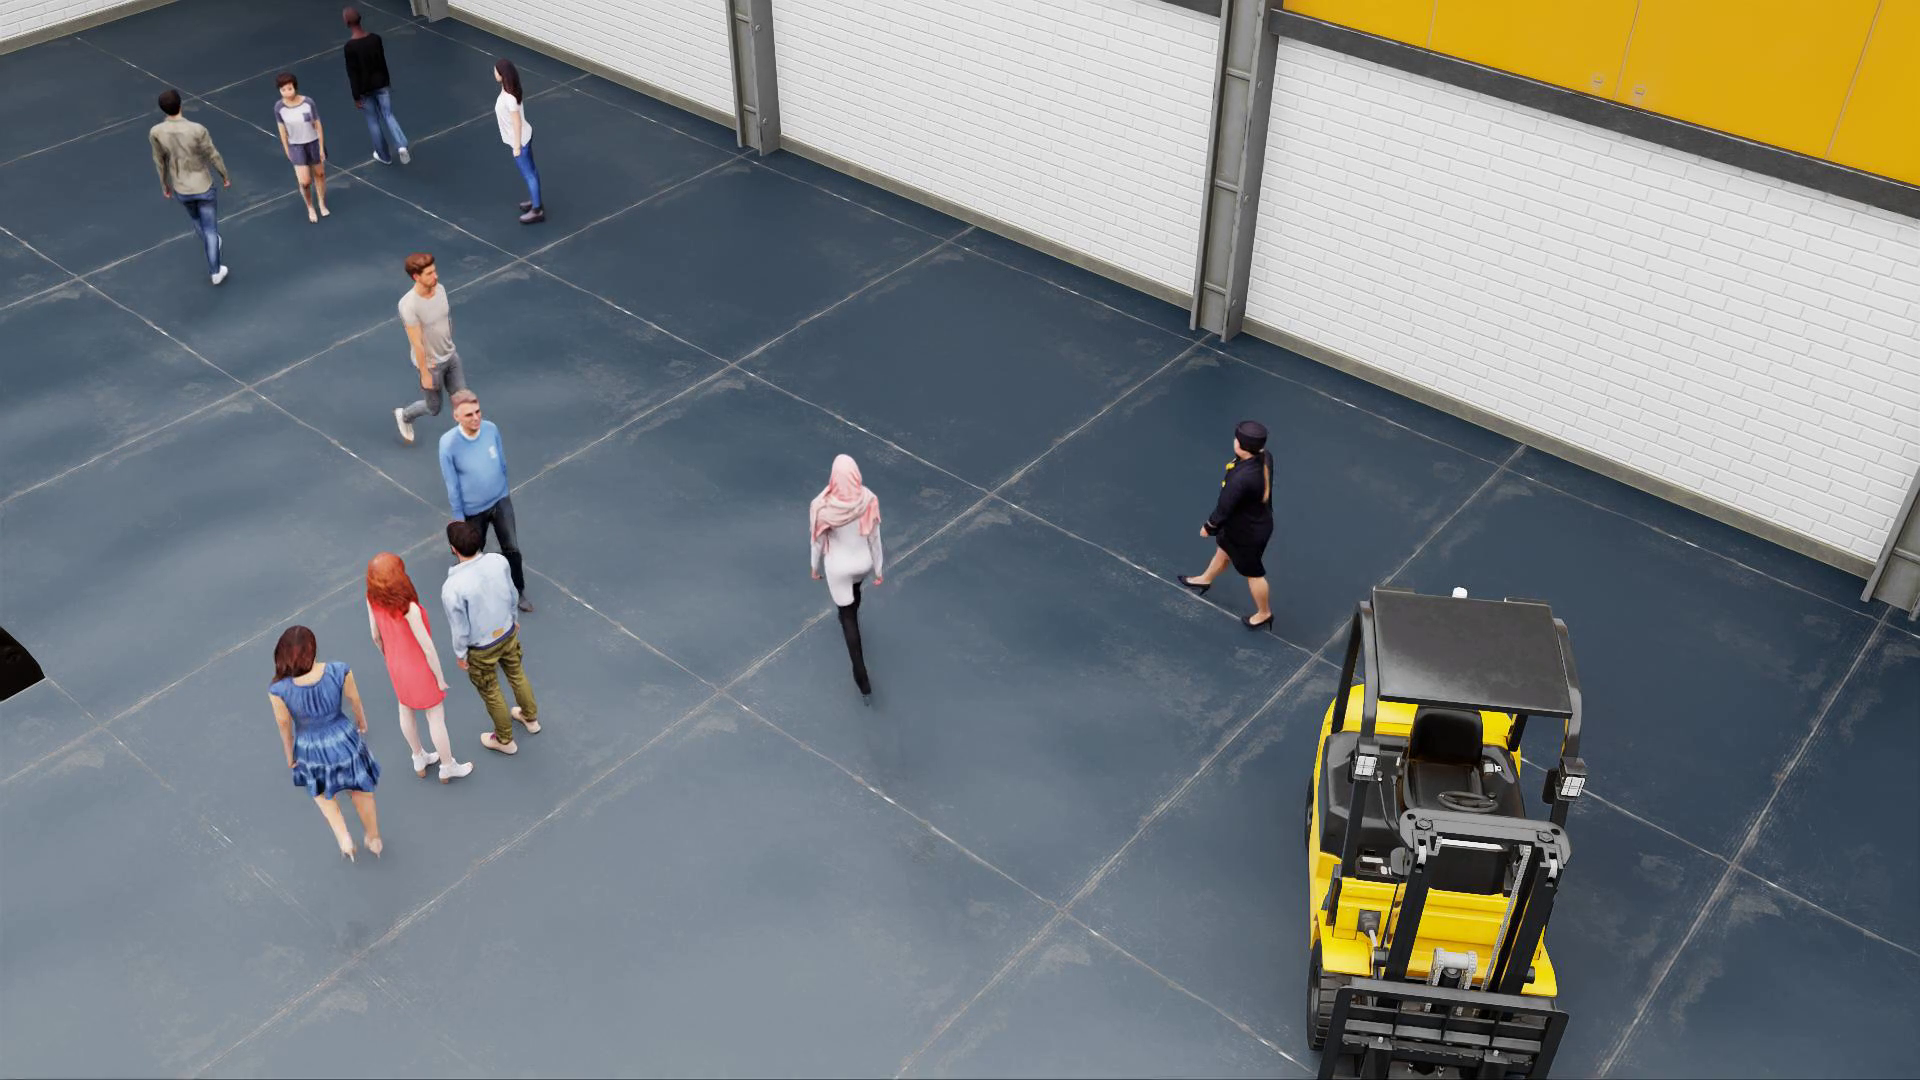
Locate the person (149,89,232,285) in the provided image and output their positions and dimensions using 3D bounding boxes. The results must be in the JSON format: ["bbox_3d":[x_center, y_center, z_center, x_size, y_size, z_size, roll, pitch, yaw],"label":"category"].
[{"bbox_3d":[-7.192,-3.253,15.575,1.087,1.834,1.164,-5,39,-7],"label":"person"}]

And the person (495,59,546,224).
[{"bbox_3d":[-4.389,-3.986,16.612,0.739,1.684,0.667,-6,39,-7],"label":"person"}]

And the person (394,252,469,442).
[{"bbox_3d":[-4.262,-1.454,13.292,1.168,1.871,0.860,17,42,20],"label":"person"}]

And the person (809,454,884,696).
[{"bbox_3d":[-0.737,0.249,11.249,1.077,1.759,1.264,-10,40,-12],"label":"person"}]

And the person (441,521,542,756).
[{"bbox_3d":[-3.043,0.627,10.736,0.590,1.810,0.698,23,44,26],"label":"person"}]

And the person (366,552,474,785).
[{"bbox_3d":[-3.454,0.819,10.482,0.526,1.827,0.693,18,42,21],"label":"person"}]

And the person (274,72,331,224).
[{"bbox_3d":[-6.595,-4.000,16.738,0.667,1.550,0.723,-16,41,-19],"label":"person"}]

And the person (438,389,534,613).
[{"bbox_3d":[-3.474,-0.322,11.932,0.764,1.800,1.104,-30,47,-32],"label":"person"}]

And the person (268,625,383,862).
[{"bbox_3d":[-3.728,1.310,9.901,0.752,1.784,0.779,-19,42,-23],"label":"person"}]

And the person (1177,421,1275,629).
[{"bbox_3d":[2.086,-0.036,11.706,1.091,1.635,0.832,18,42,21],"label":"person"}]

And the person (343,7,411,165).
[{"bbox_3d":[-6.140,-4.730,17.503,0.670,1.735,0.948,-30,48,-32],"label":"person"}]
